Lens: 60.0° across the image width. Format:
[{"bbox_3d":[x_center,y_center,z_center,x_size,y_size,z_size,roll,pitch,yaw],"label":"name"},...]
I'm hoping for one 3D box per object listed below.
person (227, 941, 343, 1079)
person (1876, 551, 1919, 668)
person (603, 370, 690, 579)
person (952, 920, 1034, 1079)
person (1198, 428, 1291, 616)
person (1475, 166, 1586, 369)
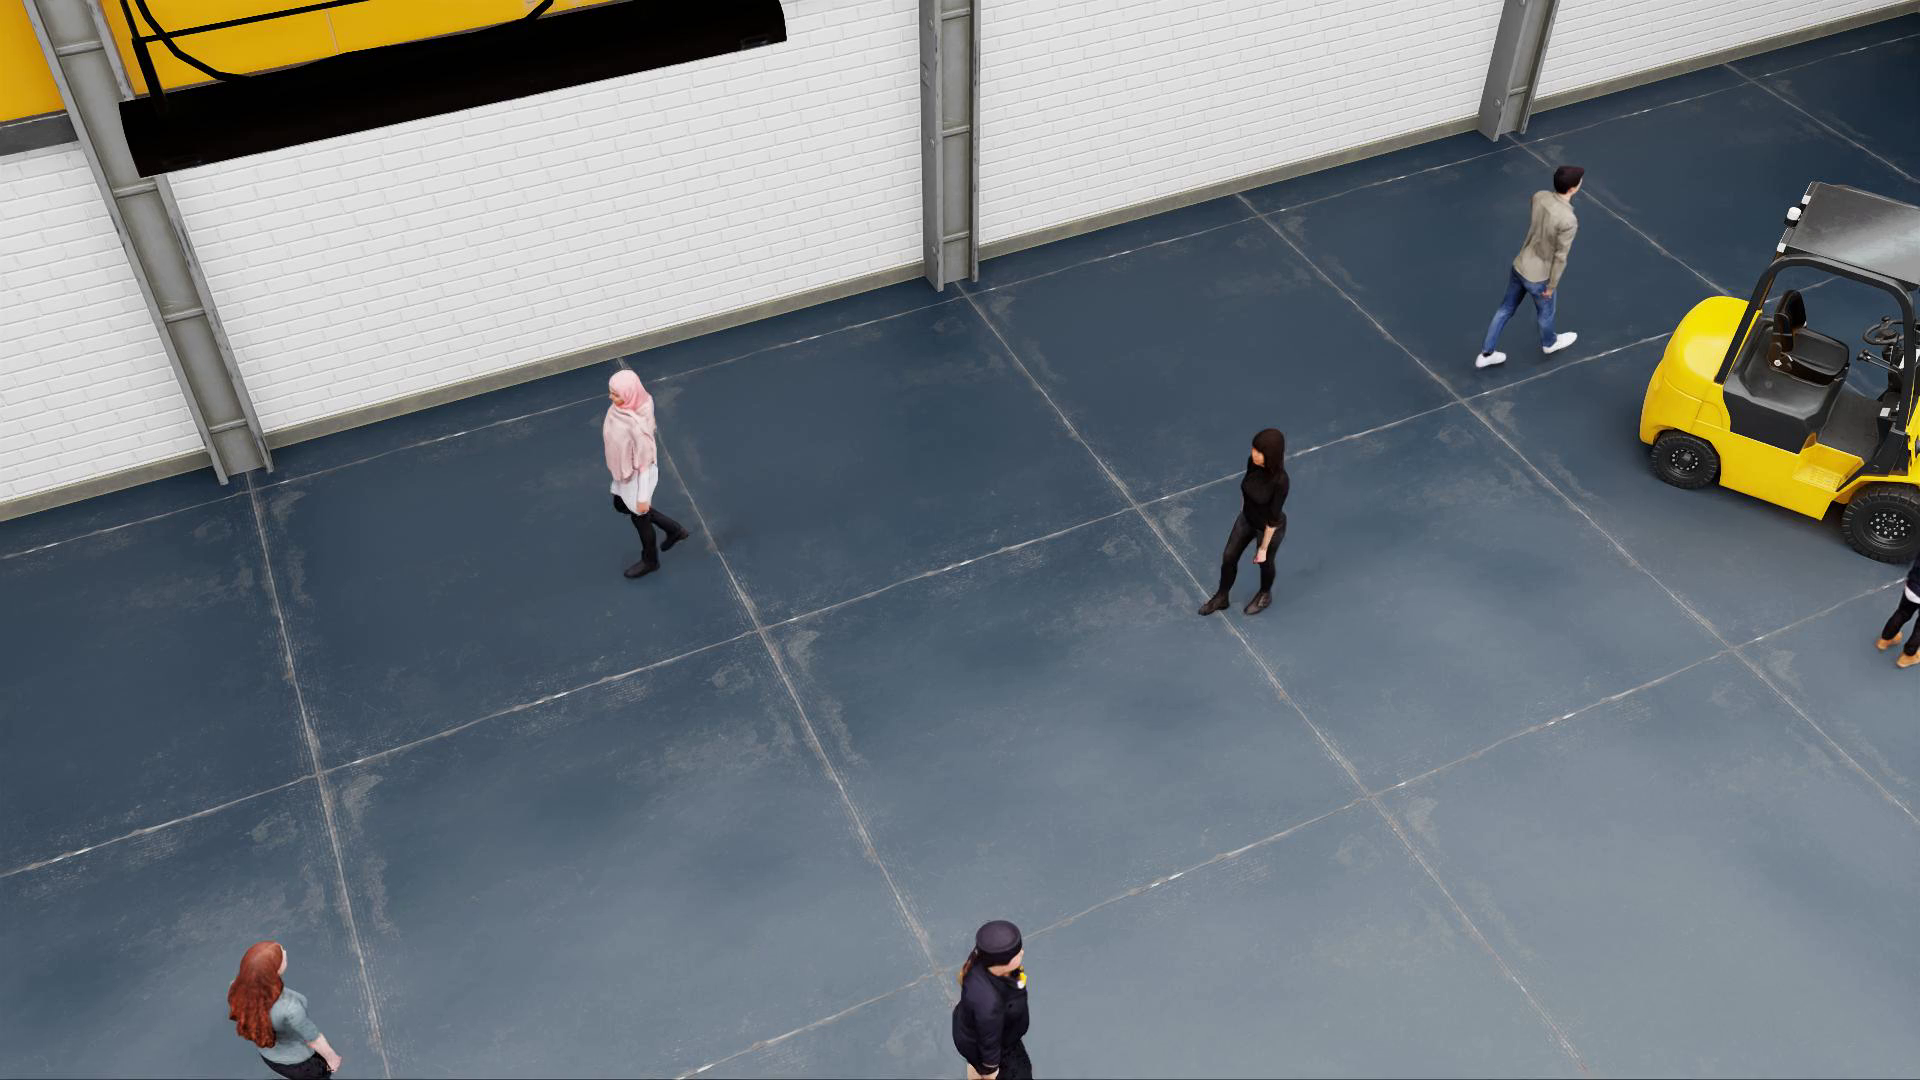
[{"bbox_3d":[-3.347,2.609,8.235,0.765,1.729,0.824,16,46,16],"label":"person"},{"bbox_3d":[6.406,0.335,10.989,0.467,1.224,0.496,-17,46,-17],"label":"person"},{"bbox_3d":[-2.139,-0.459,11.420,0.722,1.778,0.633,-18,46,-18],"label":"person"},{"bbox_3d":[0.077,2.482,8.418,0.834,1.662,0.830,2,44,3],"label":"person"},{"bbox_3d":[2.090,-0.128,11.185,0.821,1.623,0.658,-27,50,-26],"label":"person"},{"bbox_3d":[4.458,-2.102,13.117,1.113,1.817,0.727,-17,46,-17],"label":"person"}]
